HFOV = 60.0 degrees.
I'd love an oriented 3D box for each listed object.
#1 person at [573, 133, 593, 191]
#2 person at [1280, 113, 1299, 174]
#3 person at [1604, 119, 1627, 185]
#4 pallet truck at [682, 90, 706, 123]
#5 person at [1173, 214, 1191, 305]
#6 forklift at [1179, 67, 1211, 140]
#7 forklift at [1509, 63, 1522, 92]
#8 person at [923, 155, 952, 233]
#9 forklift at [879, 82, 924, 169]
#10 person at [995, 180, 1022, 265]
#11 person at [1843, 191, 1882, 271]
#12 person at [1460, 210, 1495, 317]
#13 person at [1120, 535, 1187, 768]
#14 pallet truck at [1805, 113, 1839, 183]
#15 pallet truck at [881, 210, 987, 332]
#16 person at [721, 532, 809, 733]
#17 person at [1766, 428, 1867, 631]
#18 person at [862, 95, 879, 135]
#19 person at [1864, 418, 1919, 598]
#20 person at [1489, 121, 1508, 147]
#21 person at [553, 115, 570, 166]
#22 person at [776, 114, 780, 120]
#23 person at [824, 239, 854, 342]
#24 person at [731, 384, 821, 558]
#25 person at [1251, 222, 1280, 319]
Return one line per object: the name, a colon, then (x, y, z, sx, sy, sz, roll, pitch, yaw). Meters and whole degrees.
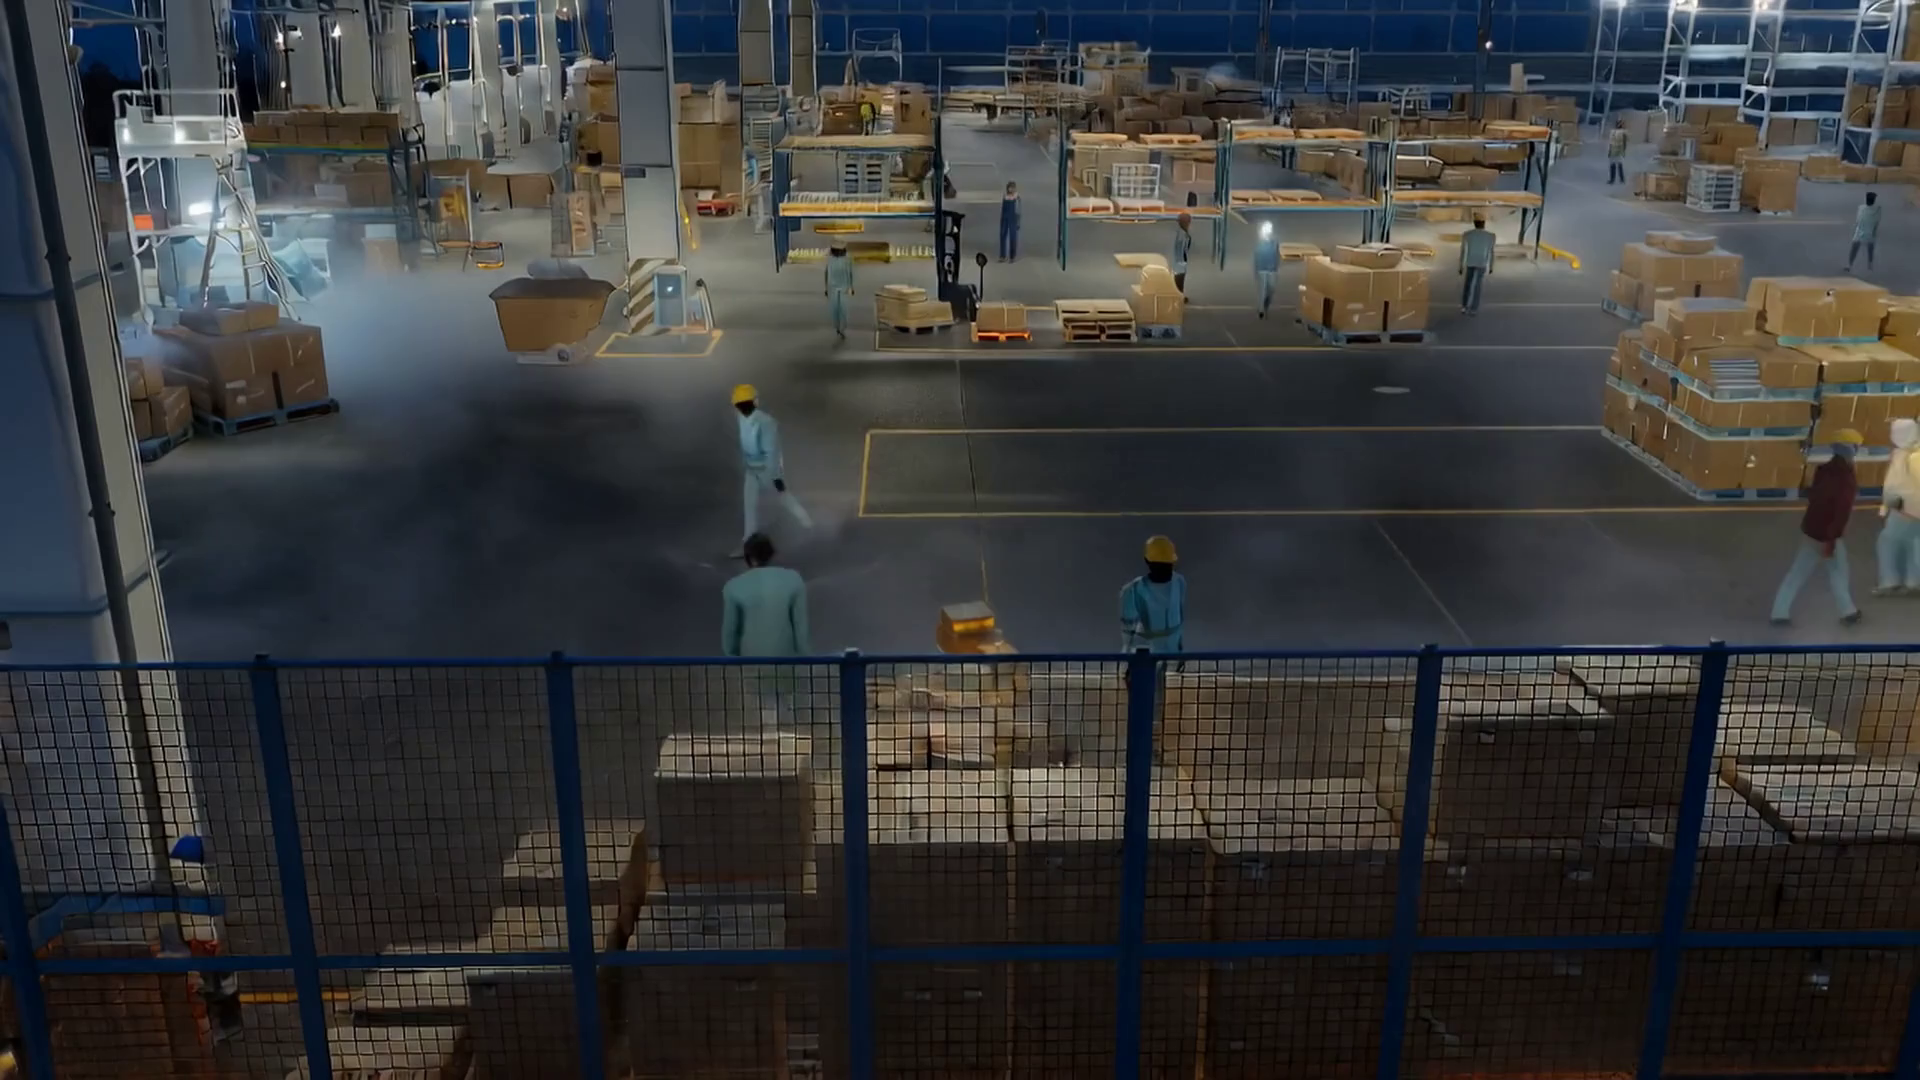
person: (-10.374, -10.234, 45.771, 0.548, 1.892, 0.983, 2, 19, 6)
person: (10.404, -12.499, 52.504, 0.599, 1.874, 0.979, 1, 19, 2)
person: (19.748, -11.627, 49.873, 0.812, 1.931, 0.363, -15, 24, -38)
pallet truck: (-9.671, -15.907, 62.421, 0.823, 1.965, 1.885, 5, 19, 15)
person: (4.199, -5.313, 31.457, 0.318, 1.697, 0.535, -4, 19, -11)
forklift: (8.564, -16.052, 61.490, 1.129, 2.768, 1.873, -3, 19, -9)
forklift: (21.238, -16.850, 63.858, 1.873, 2.768, 1.129, 4, 19, 13)
person: (-0.571, -8.359, 40.215, 1.050, 1.878, 0.665, 14, 23, 35)
forklift: (-1.621, -13.024, 52.507, 1.129, 2.768, 1.873, 14, 23, 35)
person: (1.031, -6.807, 35.706, 0.544, 1.811, 0.779, 11, 21, 29)
person: (19.153, -6.534, 35.146, 0.856, 1.653, 0.535, -14, 23, -35)
person: (9.461, -5.084, 30.470, 0.608, 1.893, 0.781, 5, 19, 15)
person: (1.488, 0.881, 12.722, 0.591, 1.930, 0.357, -11, 21, -29)
pallet truck: (26.403, -11.957, 50.702, 0.823, 1.965, 1.885, 6, 19, 16)
pallet truck: (-0.493, -4.759, 29.349, 1.885, 1.965, 0.823, -13, 23, -34)
person: (-1.550, 0.827, 12.942, 0.642, 1.887, 1.008, -8, 20, -22)
person: (8.168, -0.075, 15.571, 1.001, 1.917, 0.677, -1, 19, -4)
person: (-3.277, -15.392, 61.123, 0.594, 1.845, 0.892, 3, 19, 8)
person: (9.348, -0.306, 16.459, 0.623, 1.794, 0.653, 7, 20, 21)
person: (15.932, -11.414, 49.206, 0.572, 1.922, 0.574, -2, 19, -6)
person: (-13.150, -13.194, 54.930, 0.538, 1.623, 0.432, -3, 19, -10)
person: (-5.907, -12.719, 53.087, 0.716, 1.917, 0.636, -18, 25, -42)
person: (-2.071, -4.319, 28.501, 0.500, 1.700, 0.900, 0, 19, -1)
person: (-1.999, -0.784, 17.739, 0.996, 1.894, 0.630, -17, 25, -42)
person: (5.527, -4.878, 30.080, 0.542, 1.750, 0.367, -2, 19, -5)
